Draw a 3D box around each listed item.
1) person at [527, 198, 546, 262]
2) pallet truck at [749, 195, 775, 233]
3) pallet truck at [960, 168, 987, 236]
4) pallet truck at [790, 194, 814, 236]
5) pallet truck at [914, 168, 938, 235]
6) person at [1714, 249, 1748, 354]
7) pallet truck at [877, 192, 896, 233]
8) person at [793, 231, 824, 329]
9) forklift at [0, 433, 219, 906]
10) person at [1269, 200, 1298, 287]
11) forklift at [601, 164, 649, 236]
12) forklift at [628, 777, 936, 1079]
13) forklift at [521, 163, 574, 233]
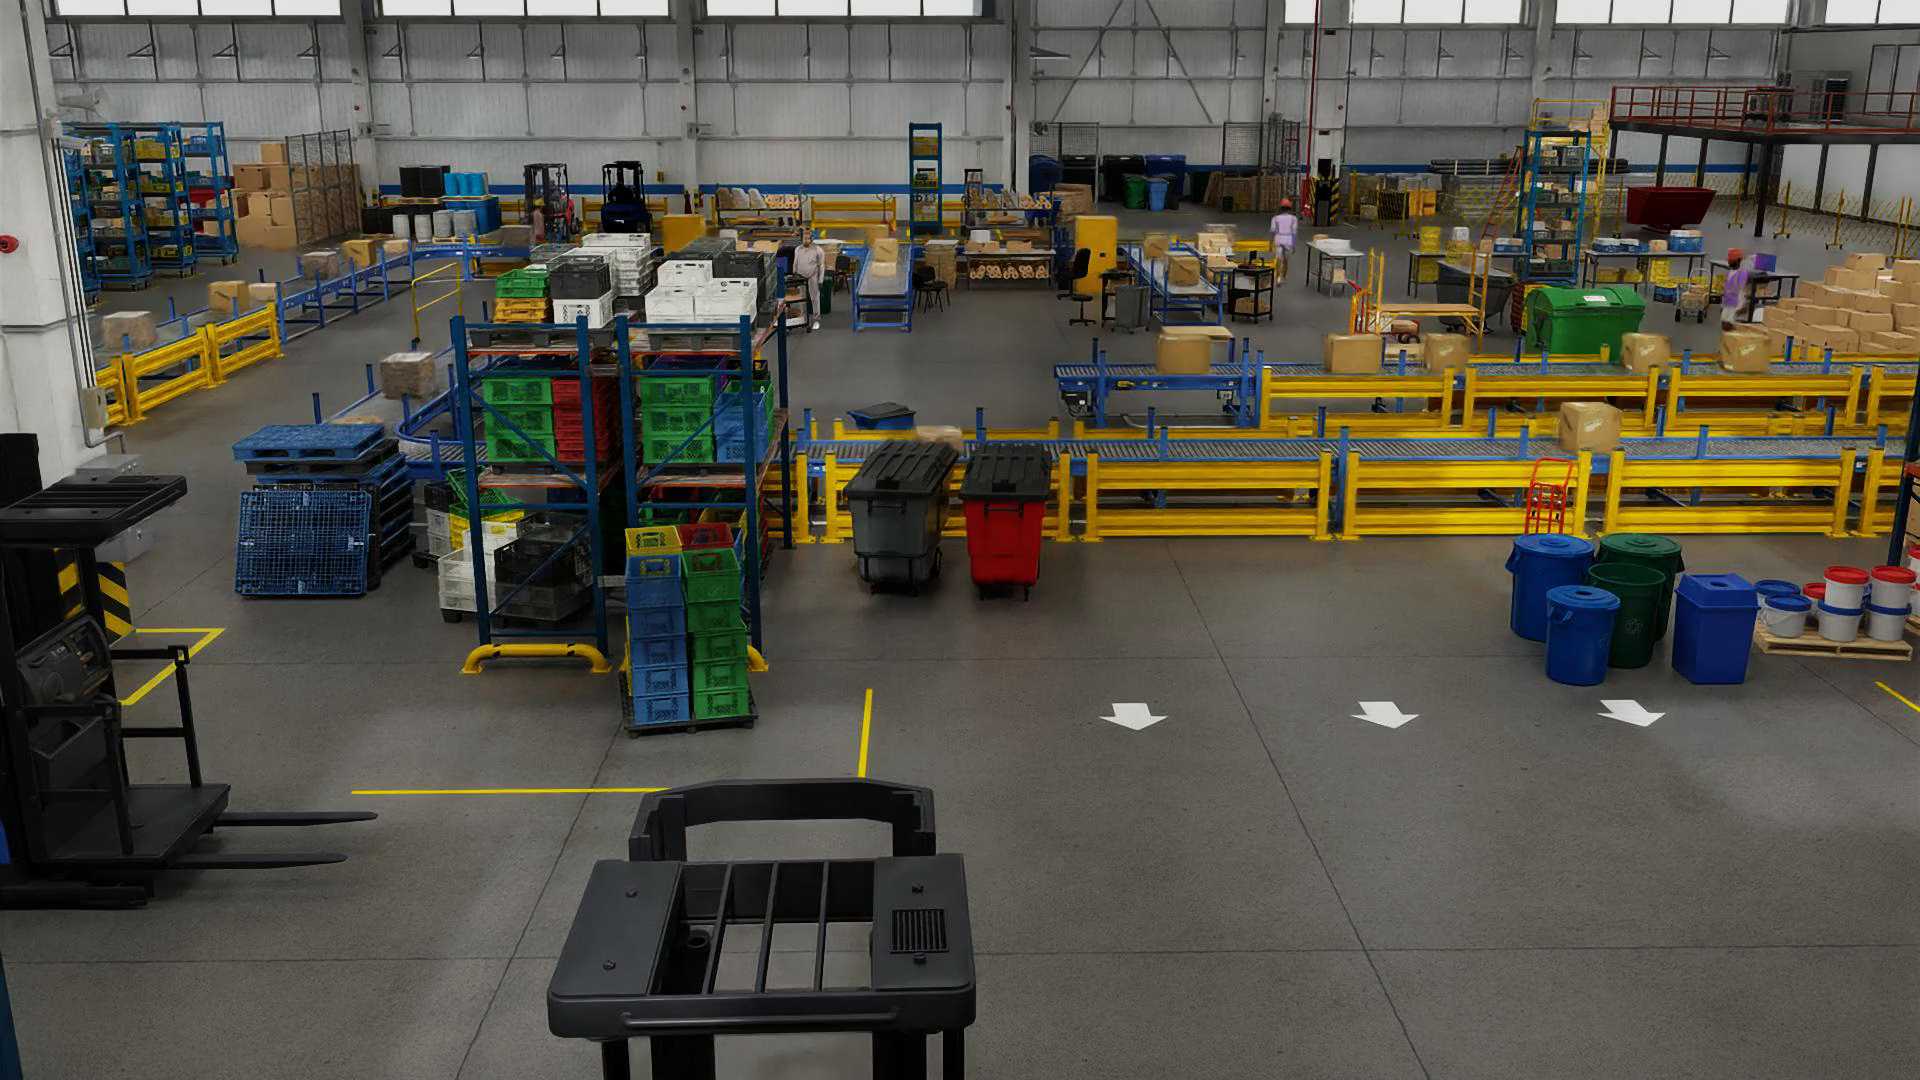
[{"bbox_3d":[-10.653,-7.744,42.005,0.479,1.746,0.534,-10,19,-32],"label":"person"},{"bbox_3d":[-6.051,-9.967,50.660,0.680,1.201,1.601,0,16,-1],"label":"pallet truck"},{"bbox_3d":[0.383,-10.230,50.206,0.823,1.965,1.885,-1,16,-3],"label":"pallet truck"},{"bbox_3d":[-4.814,-9.883,50.259,0.704,1.261,1.522,-1,16,-3],"label":"pallet truck"},{"bbox_3d":[-0.989,-10.316,50.507,0.823,1.965,1.885,1,16,3],"label":"pallet truck"},{"bbox_3d":[13.547,-4.147,29.200,0.426,1.919,0.563,-1,16,-4],"label":"person"},{"bbox_3d":[-2.277,-9.986,50.594,0.653,1.274,1.630,0,16,-1],"label":"pallet truck"},{"bbox_3d":[-2.964,-5.066,32.415,0.643,1.912,0.407,5,17,17],"label":"person"},{"bbox_3d":[-5.952,0.780,10.366,1.873,2.768,1.129,0,16,-1],"label":"forklift"},{"bbox_3d":[7.513,-6.879,38.637,0.639,2.013,1.000,3,16,11],"label":"person"},{"bbox_3d":[-9.948,-10.127,49.296,1.157,1.987,2.680,-1,16,-3],"label":"forklift"},{"bbox_3d":[-0.542,2.165,5.552,1.129,2.768,1.873,-1,16,-2],"label":"forklift"},{"bbox_3d":[-12.233,-10.122,49.298,1.157,1.987,2.680,0,16,-1],"label":"forklift"}]
